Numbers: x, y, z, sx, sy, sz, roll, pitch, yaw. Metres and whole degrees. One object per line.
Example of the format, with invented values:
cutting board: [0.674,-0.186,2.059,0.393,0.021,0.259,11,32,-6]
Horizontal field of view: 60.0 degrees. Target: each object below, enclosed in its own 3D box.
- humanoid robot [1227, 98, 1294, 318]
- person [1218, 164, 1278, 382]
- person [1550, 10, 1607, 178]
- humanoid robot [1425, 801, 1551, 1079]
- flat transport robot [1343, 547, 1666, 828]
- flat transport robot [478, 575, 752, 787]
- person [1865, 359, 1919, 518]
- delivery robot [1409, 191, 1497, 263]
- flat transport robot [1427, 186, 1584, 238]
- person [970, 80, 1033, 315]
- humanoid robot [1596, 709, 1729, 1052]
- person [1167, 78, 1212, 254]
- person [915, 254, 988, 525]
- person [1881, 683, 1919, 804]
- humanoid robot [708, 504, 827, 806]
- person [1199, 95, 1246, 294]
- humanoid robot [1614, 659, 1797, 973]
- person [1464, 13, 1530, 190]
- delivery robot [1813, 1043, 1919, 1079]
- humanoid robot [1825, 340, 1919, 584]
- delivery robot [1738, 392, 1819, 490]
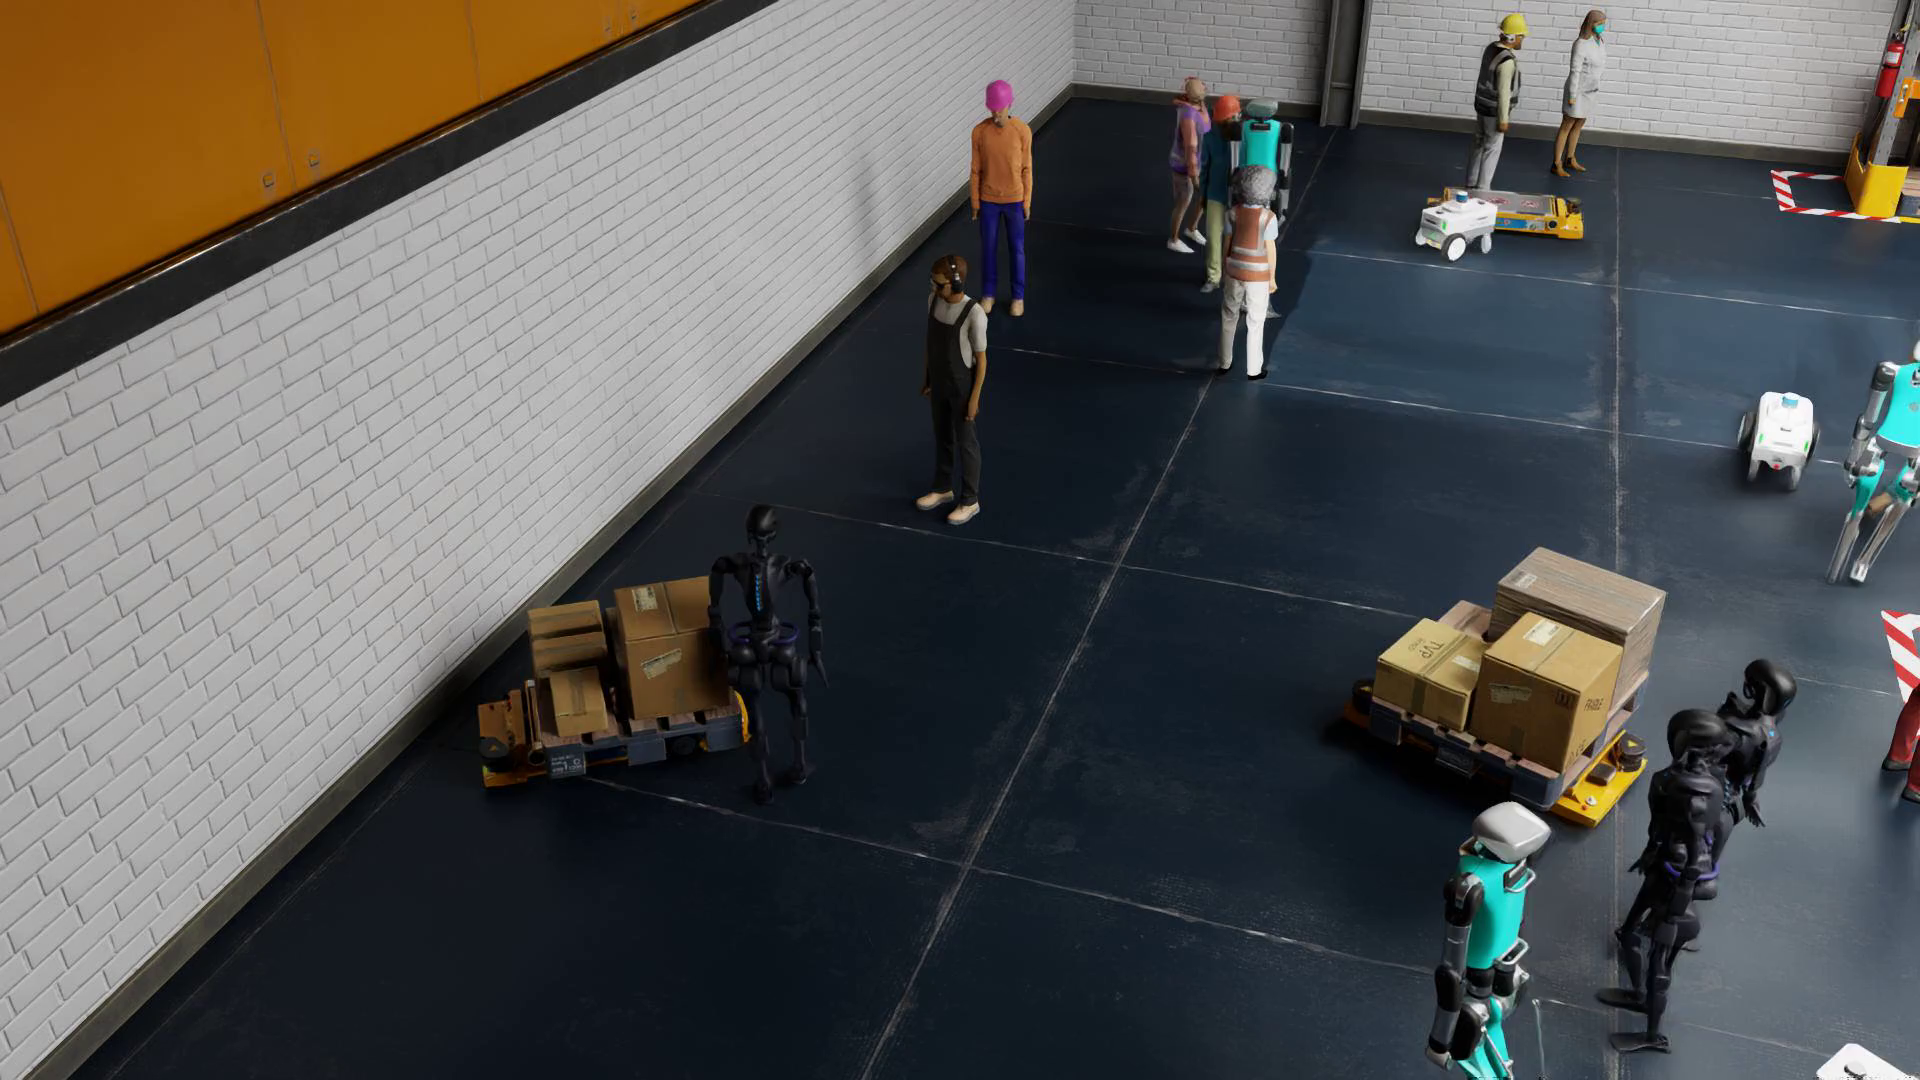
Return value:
humanoid robot: [2.424,-2.686,13.735,0.606,1.762,0.766,11,32,17]
person: [2.196,-2.023,12.661,0.445,1.690,0.311,18,35,28]
person: [6.369,-4.566,17.017,0.483,1.661,0.337,-23,38,-34]
humanoid robot: [2.041,1.863,6.124,0.704,1.911,0.552,26,39,37]
flat transport robot: [2.849,1.018,8.893,1.431,0.231,0.659,24,38,35]
flat transport robot: [-1.861,0.956,8.999,1.431,0.231,0.659,-8,31,-14]
person: [6.337,-0.958,10.733,0.866,1.833,0.563,-10,32,-17]
delivery robot: [4.551,-2.881,15.257,0.778,0.607,0.525,-17,34,-26]
flat transport robot: [5.226,-3.143,15.973,1.431,0.231,0.659,8,31,13]
person: [0.337,-2.824,13.753,0.518,1.974,0.398,4,31,6]
humanoid robot: [2.917,1.410,6.838,0.309,1.652,0.609,6,31,11]
person: [2.080,-3.350,14.957,0.412,1.655,0.558,16,34,25]
person: [-0.051,-0.980,10.744,0.343,1.839,0.508,-26,39,-37]
person: [5.018,0.525,8.256,0.322,1.765,0.533,3,31,6]
humanoid robot: [-0.969,0.581,8.261,0.609,1.648,0.345,1,30,1]
person: [2.345,-2.996,14.299,0.582,1.712,0.631,14,33,23]
humanoid robot: [3.273,1.176,7.251,0.606,1.640,0.403,-22,37,-32]
person: [5.244,-4.226,16.284,0.404,1.824,0.602,-1,30,-1]
delivery robot: [3.647,2.311,6.418,0.499,0.601,0.796,-21,36,-32]
humanoid robot: [5.627,-0.427,9.996,0.552,1.856,0.810,19,35,29]
delivery robot: [5.729,-0.748,11.592,0.499,0.569,0.749,13,33,21]
